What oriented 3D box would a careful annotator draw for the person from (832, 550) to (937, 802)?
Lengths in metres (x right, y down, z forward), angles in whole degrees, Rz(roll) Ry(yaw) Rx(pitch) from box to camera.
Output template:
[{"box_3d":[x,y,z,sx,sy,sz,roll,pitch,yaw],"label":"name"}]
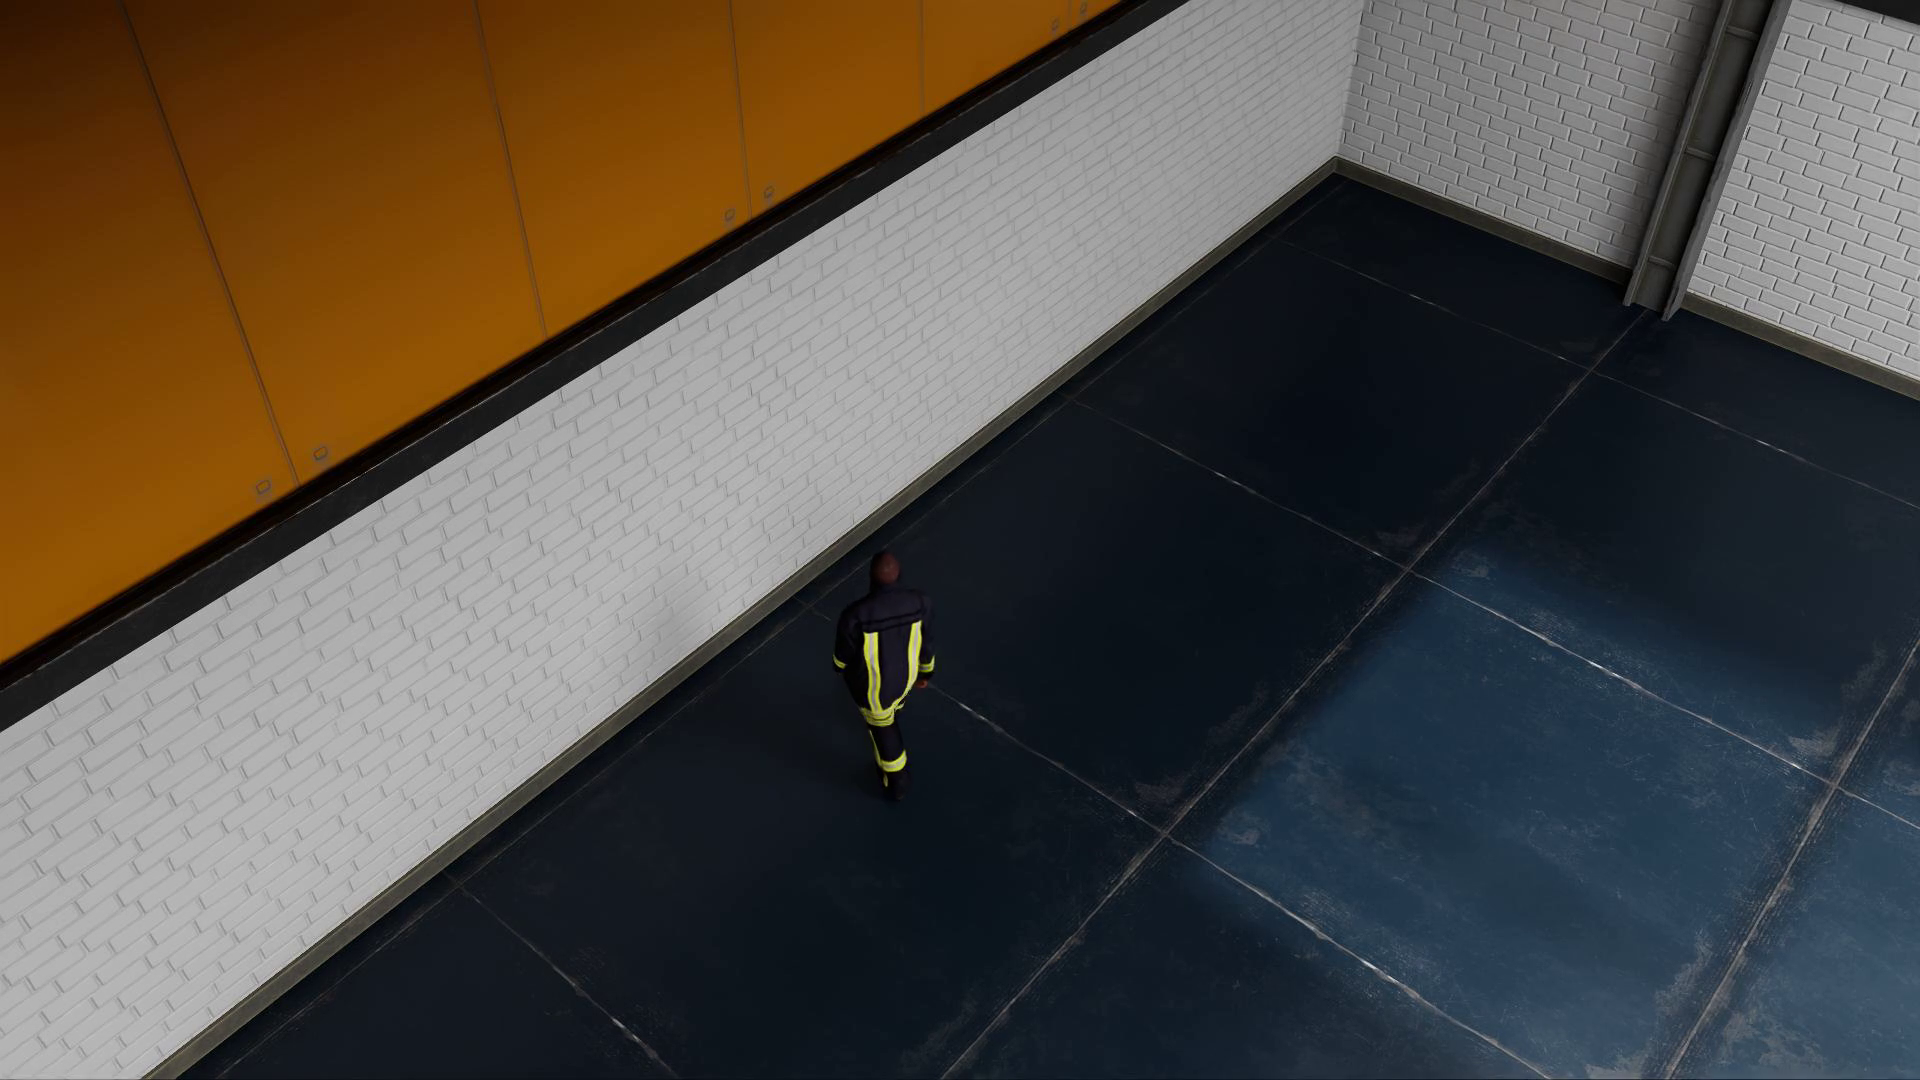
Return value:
[{"box_3d":[-0.422,0.818,9.866,1.048,1.782,1.259,-17,46,-17],"label":"person"}]
